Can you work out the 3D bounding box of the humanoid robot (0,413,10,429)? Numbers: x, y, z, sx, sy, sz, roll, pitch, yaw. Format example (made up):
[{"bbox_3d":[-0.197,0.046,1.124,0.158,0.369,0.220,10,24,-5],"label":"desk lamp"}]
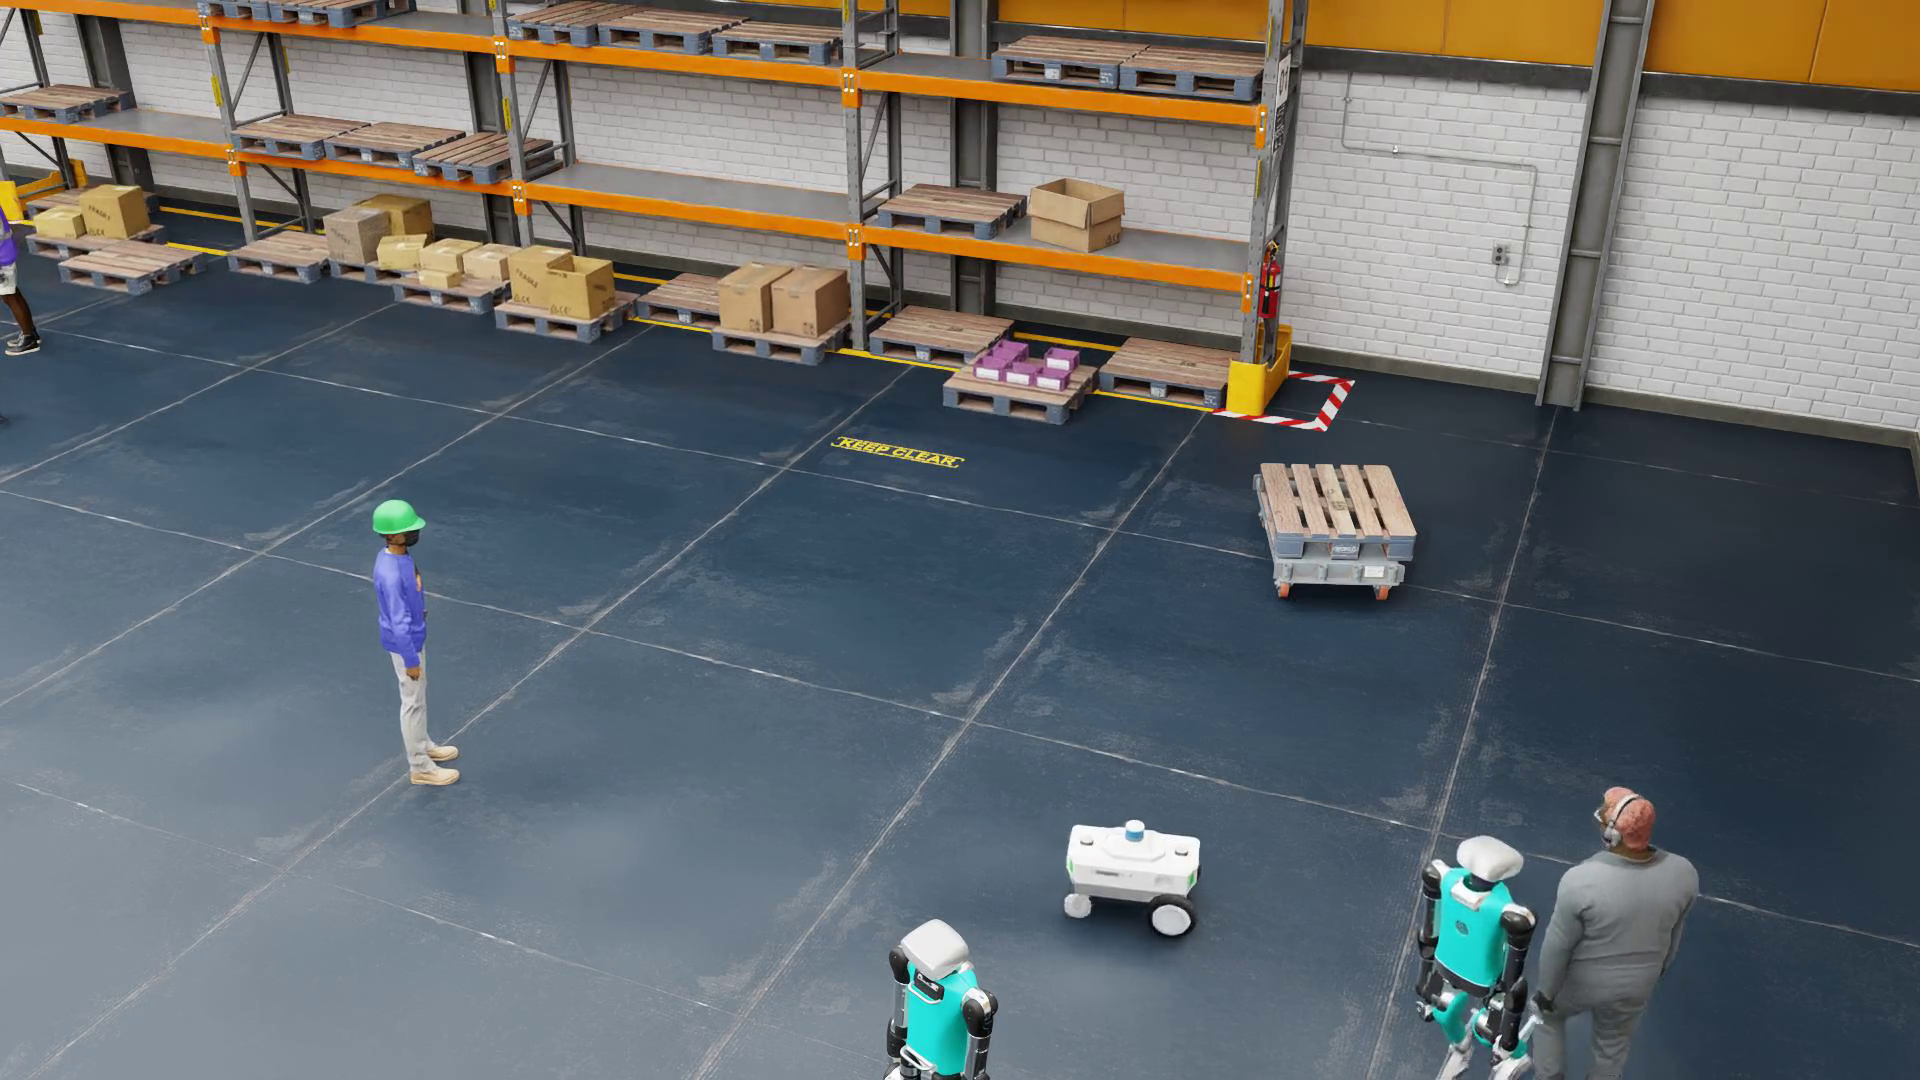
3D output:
[{"bbox_3d":[-8.856,-1.756,14.806,0.340,1.649,0.600,-11,29,-19],"label":"humanoid robot"}]

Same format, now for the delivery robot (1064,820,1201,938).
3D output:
[{"bbox_3d":[0.968,1.808,9.110,0.768,0.591,0.499,5,28,9],"label":"delivery robot"}]

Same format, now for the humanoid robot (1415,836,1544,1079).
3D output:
[{"bbox_3d":[2.342,2.039,7.404,0.660,1.818,0.552,-20,33,-34],"label":"humanoid robot"}]

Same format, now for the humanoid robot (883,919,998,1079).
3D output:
[{"bbox_3d":[-0.242,2.344,6.640,0.735,1.677,0.533,-24,36,-38],"label":"humanoid robot"}]

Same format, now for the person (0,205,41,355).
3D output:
[{"bbox_3d":[-9.592,-2.797,16.532,0.410,1.949,0.605,-11,29,-21],"label":"person"}]

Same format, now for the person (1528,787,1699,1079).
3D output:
[{"bbox_3d":[2.886,1.908,7.468,0.698,1.893,0.493,-1,27,-3],"label":"person"}]

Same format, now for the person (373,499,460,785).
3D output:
[{"bbox_3d":[-3.289,0.607,10.010,0.361,1.872,0.461,-6,28,-11],"label":"person"}]
